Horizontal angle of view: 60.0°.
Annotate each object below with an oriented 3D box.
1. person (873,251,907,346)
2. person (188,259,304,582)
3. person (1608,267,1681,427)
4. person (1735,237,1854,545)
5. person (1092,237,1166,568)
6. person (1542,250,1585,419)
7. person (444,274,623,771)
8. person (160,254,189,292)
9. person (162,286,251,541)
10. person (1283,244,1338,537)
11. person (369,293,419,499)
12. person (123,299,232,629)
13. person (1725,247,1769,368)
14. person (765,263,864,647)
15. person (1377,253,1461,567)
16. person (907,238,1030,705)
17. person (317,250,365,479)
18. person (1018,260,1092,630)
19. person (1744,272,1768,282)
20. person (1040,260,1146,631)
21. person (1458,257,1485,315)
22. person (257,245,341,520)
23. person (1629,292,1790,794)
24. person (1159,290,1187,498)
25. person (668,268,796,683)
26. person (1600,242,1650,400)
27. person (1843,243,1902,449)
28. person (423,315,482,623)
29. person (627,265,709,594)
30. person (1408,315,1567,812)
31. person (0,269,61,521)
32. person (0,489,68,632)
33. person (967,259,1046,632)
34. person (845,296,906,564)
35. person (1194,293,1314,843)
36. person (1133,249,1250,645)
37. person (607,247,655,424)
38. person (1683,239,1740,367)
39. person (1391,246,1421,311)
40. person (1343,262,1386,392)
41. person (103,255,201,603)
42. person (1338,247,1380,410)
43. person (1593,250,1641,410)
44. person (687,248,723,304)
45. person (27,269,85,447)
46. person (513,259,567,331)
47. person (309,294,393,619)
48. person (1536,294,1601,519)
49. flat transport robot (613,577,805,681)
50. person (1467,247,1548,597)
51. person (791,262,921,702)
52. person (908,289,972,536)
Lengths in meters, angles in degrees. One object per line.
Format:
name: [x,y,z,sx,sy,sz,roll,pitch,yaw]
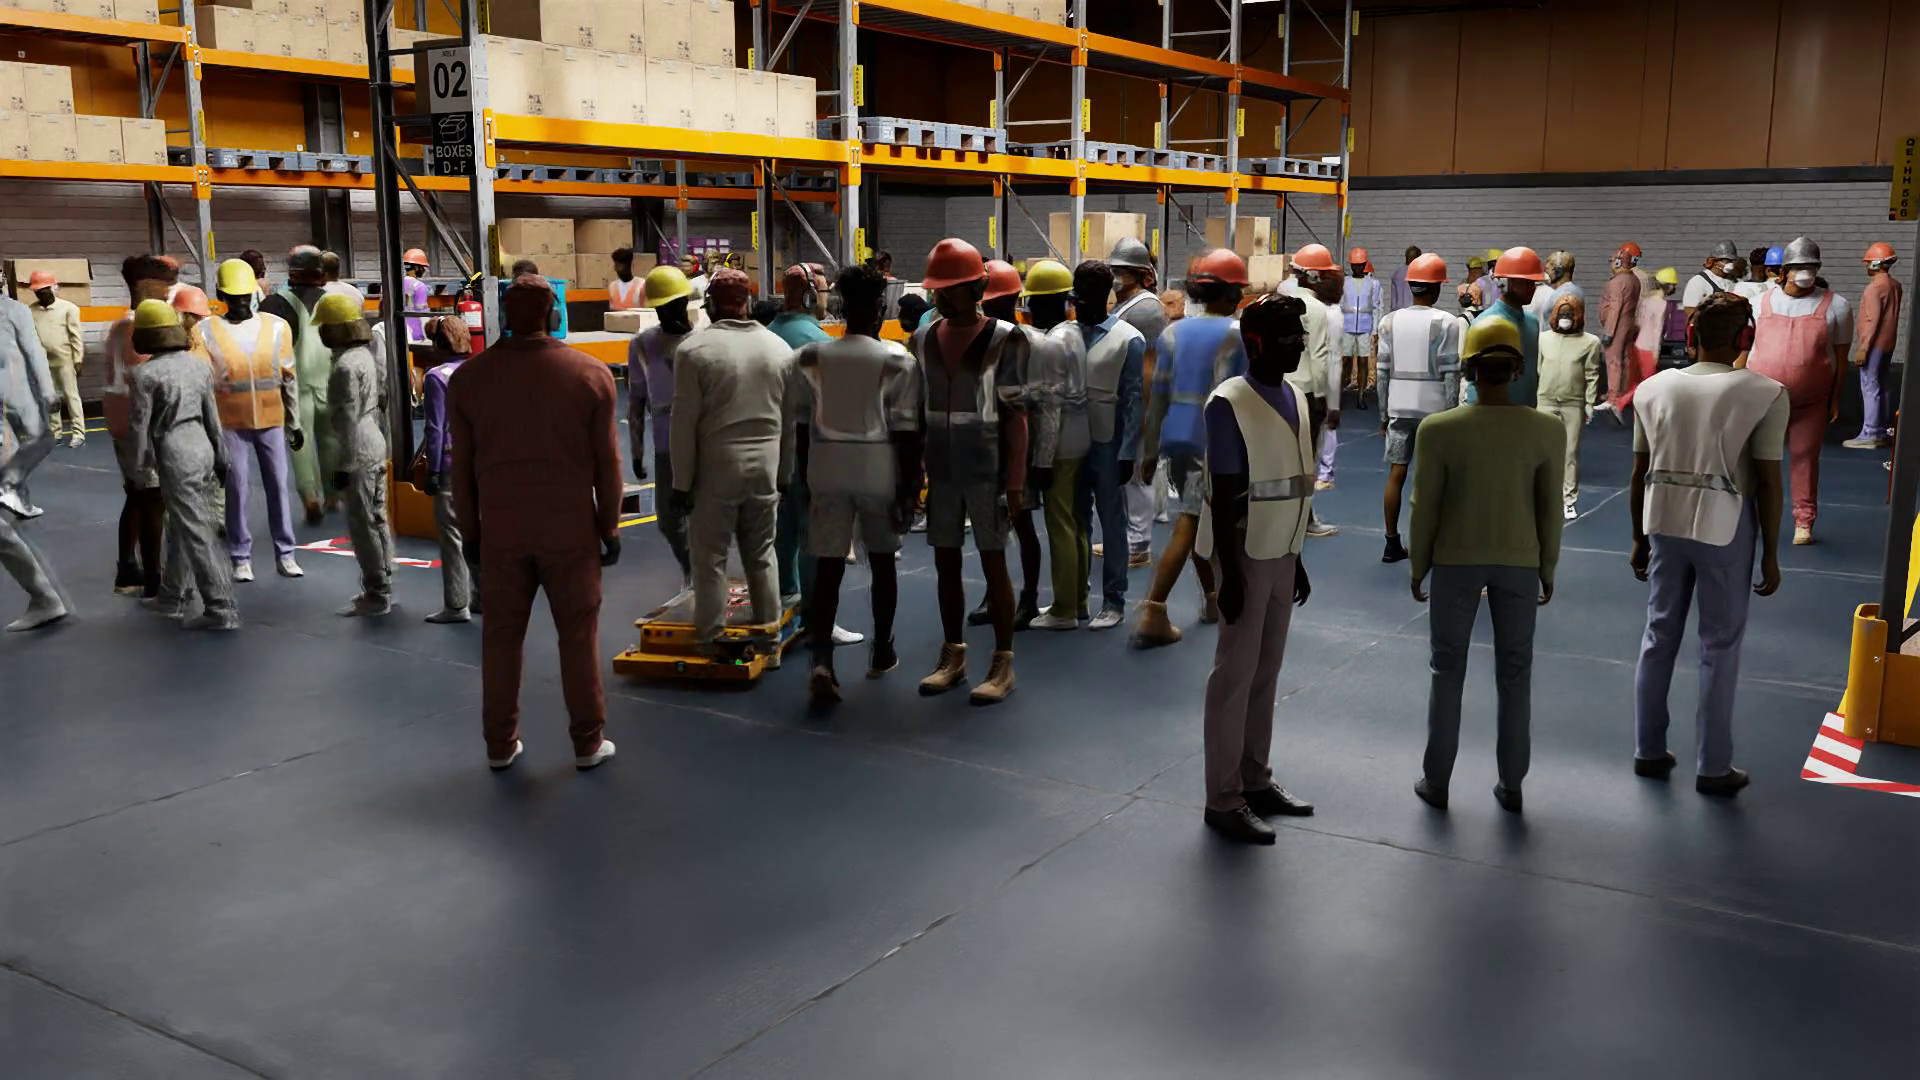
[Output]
person: [-0.788,-2.099,17.645,0.598,1.908,0.410,-9,13,-40]
person: [-4.223,-0.704,9.888,0.595,1.913,0.399,-8,13,-36]
person: [7.273,-2.021,17.664,0.599,1.744,0.535,1,10,8]
person: [5.524,-0.987,11.099,0.688,2.000,0.539,6,12,32]
person: [0.992,-0.850,10.341,0.539,2.000,0.688,-2,10,-9]
person: [5.036,-1.451,13.959,0.352,1.936,0.635,5,12,28]
person: [-1.613,-0.061,6.388,0.644,1.899,0.397,0,10,-2]
person: [-8.159,-2.015,17.271,0.606,1.875,0.424,5,11,26]
person: [-5.091,-0.810,11.041,0.654,1.717,0.599,7,12,34]
person: [2.371,-1.024,11.432,0.396,1.993,0.617,-3,11,-14]
person: [-4.432,-1.139,13.064,0.311,1.636,0.522,2,10,12]
person: [-4.151,-0.387,8.659,0.773,1.712,0.496,3,11,16]
person: [7.815,-1.904,16.427,0.369,1.958,0.598,-8,13,-38]
person: [-0.758,-0.423,8.347,0.407,1.910,0.639,-8,13,-36]
person: [2.860,-0.802,10.354,0.543,1.940,0.361,9,14,41]
person: [0.007,-0.295,7.314,0.610,2.031,0.408,6,12,30]
person: [-5.313,-1.482,14.126,0.373,1.940,0.630,4,11,22]
person: [0.496,-0.489,8.687,0.406,1.919,0.587,3,11,16]
person: [11.802,-3.333,24.659,0.390,1.838,0.564,-1,10,-6]
person: [0.708,-0.497,8.723,0.591,1.919,0.392,10,14,44]
person: [7.776,-3.412,25.295,0.331,1.768,0.527,-3,11,-17]
person: [-4.744,-1.178,12.156,0.675,2.000,0.964,-6,12,-28]
person: [2.724,0.014,6.131,0.394,1.836,0.560,-8,13,-39]
person: [1.661,-1.152,13.135,0.286,1.636,0.500,1,10,8]
person: [-1.059,-0.302,7.718,0.656,1.893,0.399,-8,13,-39]
person: [8.328,-2.713,20.790,0.397,1.992,0.623,-3,11,-15]
person: [8.910,-1.888,16.218,0.623,1.992,0.397,-9,13,-39]
person: [-2.667,-0.378,8.869,0.314,1.628,0.527,3,11,15]
person: [-1.457,-0.513,8.872,0.631,1.894,0.573,2,10,9]
person: [1.858,0.090,5.912,0.525,1.762,0.341,2,10,9]
person: [-6.812,-1.058,11.910,0.710,1.884,0.519,2,10,9]
person: [-5.046,-0.406,8.341,0.971,1.880,0.594,-7,13,-36]
person: [0.221,-0.482,8.634,0.548,1.927,0.409,8,13,39]
person: [-0.568,-0.700,10.460,0.529,1.697,0.321,-4,11,-22]
person: [1.017,0.081,5.719,0.389,1.847,0.566,7,13,35]
person: [1.208,-0.477,8.461,1.030,1.991,0.616,-9,14,-42]
person: [-3.609,-2.234,18.294,0.679,1.941,0.457,6,12,28]
person: [7.755,-2.060,17.045,0.681,2.000,0.535,-5,11,-24]
person: [6.247,-3.105,23.115,0.371,1.940,0.627,-5,12,-27]
person: [5.384,-2.848,22.209,0.342,1.749,0.569,-9,13,-40]
person: [-4.612,-0.621,9.377,0.431,1.935,0.702,-7,12,-34]
person: [4.726,-2.516,19.858,0.551,1.935,0.375,1,10,8]
person: [7.822,-2.495,19.828,0.409,1.907,0.651,9,14,41]
person: [-2.483,-1.960,16.773,0.372,1.940,0.631,10,14,43]
person: [-8.871,-1.767,16.260,0.572,1.739,0.354,0,10,1]
person: [-3.447,-1.344,13.526,0.607,1.882,0.919,3,11,14]
person: [-3.285,-0.452,9.001,0.349,1.728,0.546,-1,10,-8]
person: [4.374,-0.966,12.115,0.497,1.633,0.288,5,11,25]
flat transport robot: [-1.144,0.415,8.238,0.652,0.197,1.431,2,10,10]
person: [3.101,-0.662,9.471,0.608,1.987,0.406,-9,14,-41]
person: [-0.474,-0.259,7.389,0.599,1.936,0.928,1,10,5]
person: [-0.080,-0.936,11.354,0.389,1.847,0.563,-9,14,-42]
